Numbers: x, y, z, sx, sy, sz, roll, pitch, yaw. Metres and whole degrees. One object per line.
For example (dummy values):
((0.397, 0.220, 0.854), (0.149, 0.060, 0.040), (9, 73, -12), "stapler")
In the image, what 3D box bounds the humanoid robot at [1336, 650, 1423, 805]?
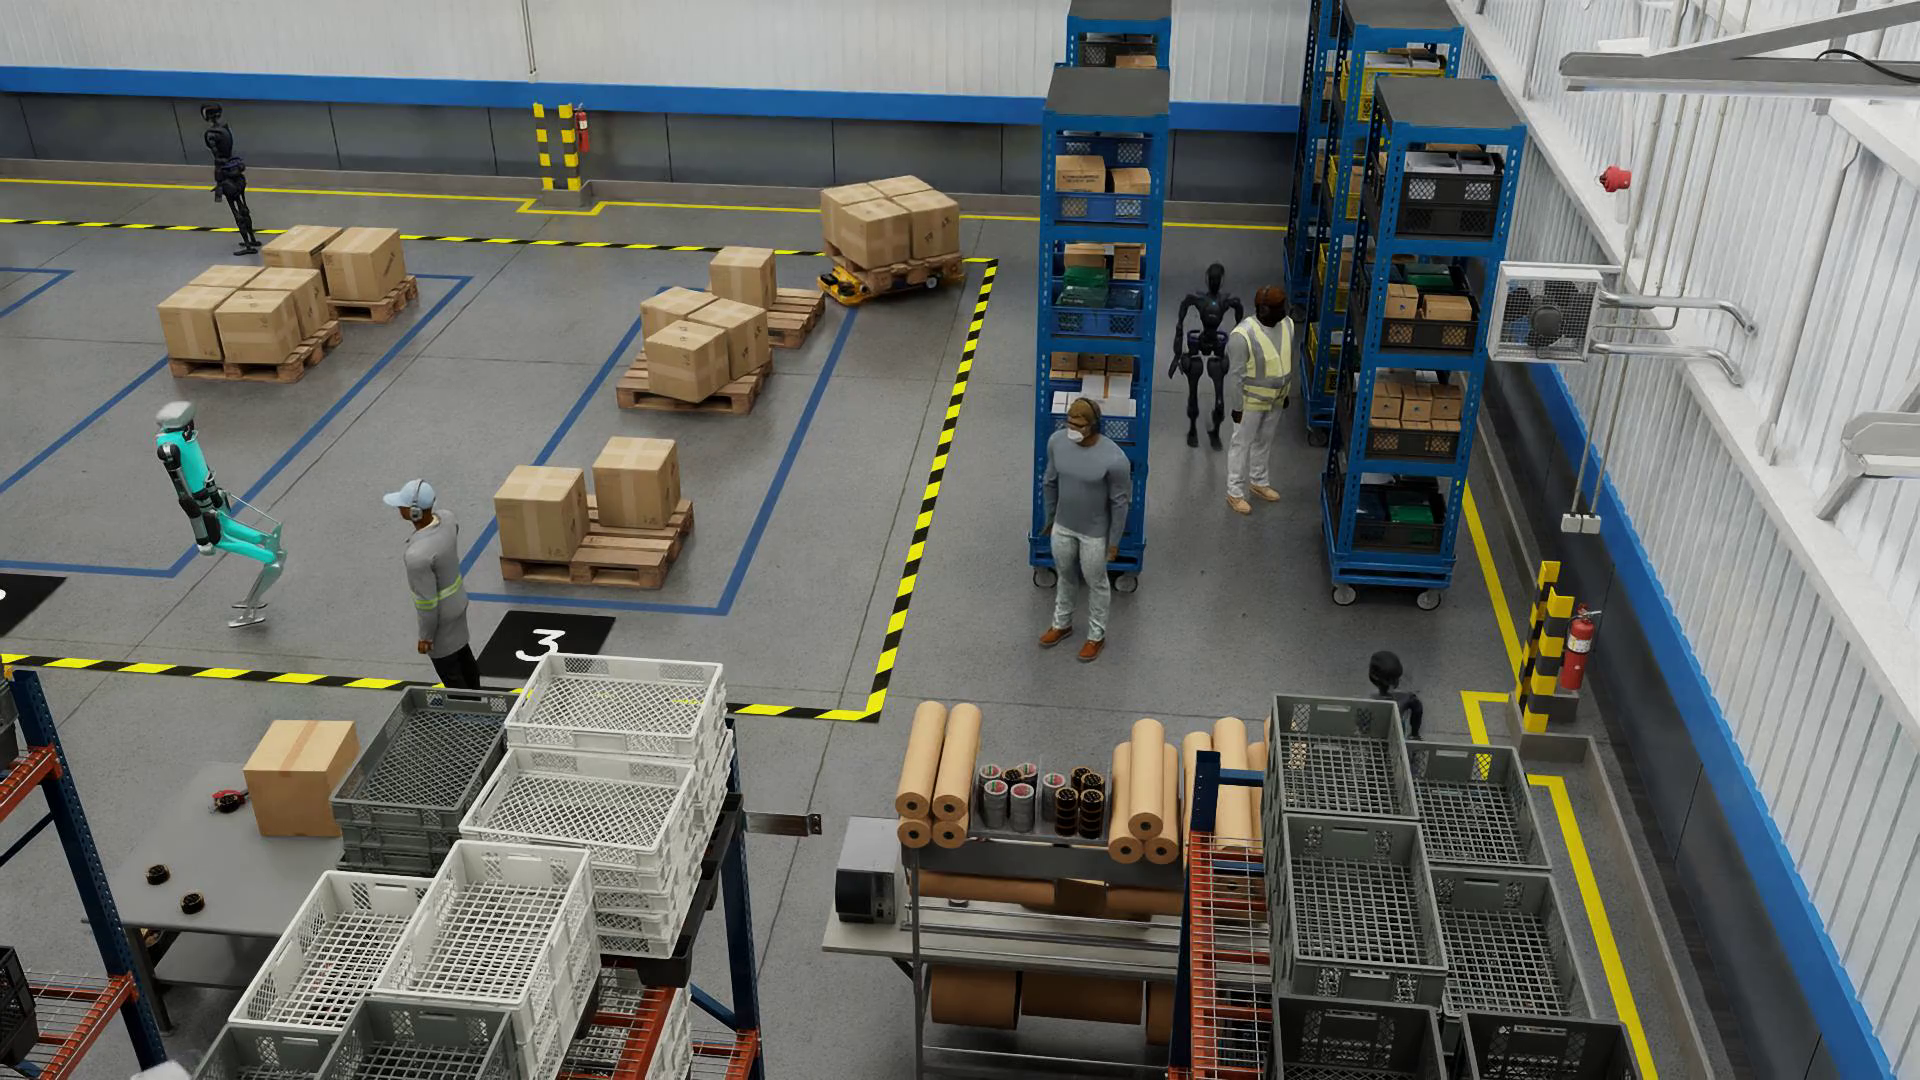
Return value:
((2.211, 1.340, 8.979), (0.610, 1.644, 0.354), (-12, 32, -19), "humanoid robot")

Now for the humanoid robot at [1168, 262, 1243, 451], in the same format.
((2.058, -1.534, 13.899), (0.609, 1.647, 0.335), (1, 30, 2), "humanoid robot")

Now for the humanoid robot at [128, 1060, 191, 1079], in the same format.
((-2.792, 2.636, 6.737), (0.531, 1.776, 1.018), (21, 36, 31), "humanoid robot")

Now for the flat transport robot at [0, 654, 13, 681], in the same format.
((-7.142, 0.969, 11.010), (1.431, 0.231, 0.659), (3, 30, 6), "flat transport robot")

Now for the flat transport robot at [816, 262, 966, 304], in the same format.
((-0.722, -2.790, 17.438), (1.431, 0.197, 0.652), (-15, 33, -24), "flat transport robot")

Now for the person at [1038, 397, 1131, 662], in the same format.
((0.824, -0.079, 11.151), (0.628, 1.938, 0.371), (21, 36, 32), "person")

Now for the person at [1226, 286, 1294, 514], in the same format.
((2.356, -1.109, 13.012), (0.625, 1.847, 0.429), (-21, 36, -31), "person")

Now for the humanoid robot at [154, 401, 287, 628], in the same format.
((-4.968, -0.182, 11.398), (0.735, 1.673, 0.533), (-5, 31, -9), "humanoid robot")

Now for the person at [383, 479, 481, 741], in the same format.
((-3.249, 0.443, 10.340), (0.371, 1.852, 0.588), (1, 30, 2), "person")

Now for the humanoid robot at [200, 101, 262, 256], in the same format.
((-7.913, -3.920, 17.990), (0.315, 1.659, 0.599), (-3, 30, -4), "humanoid robot")
